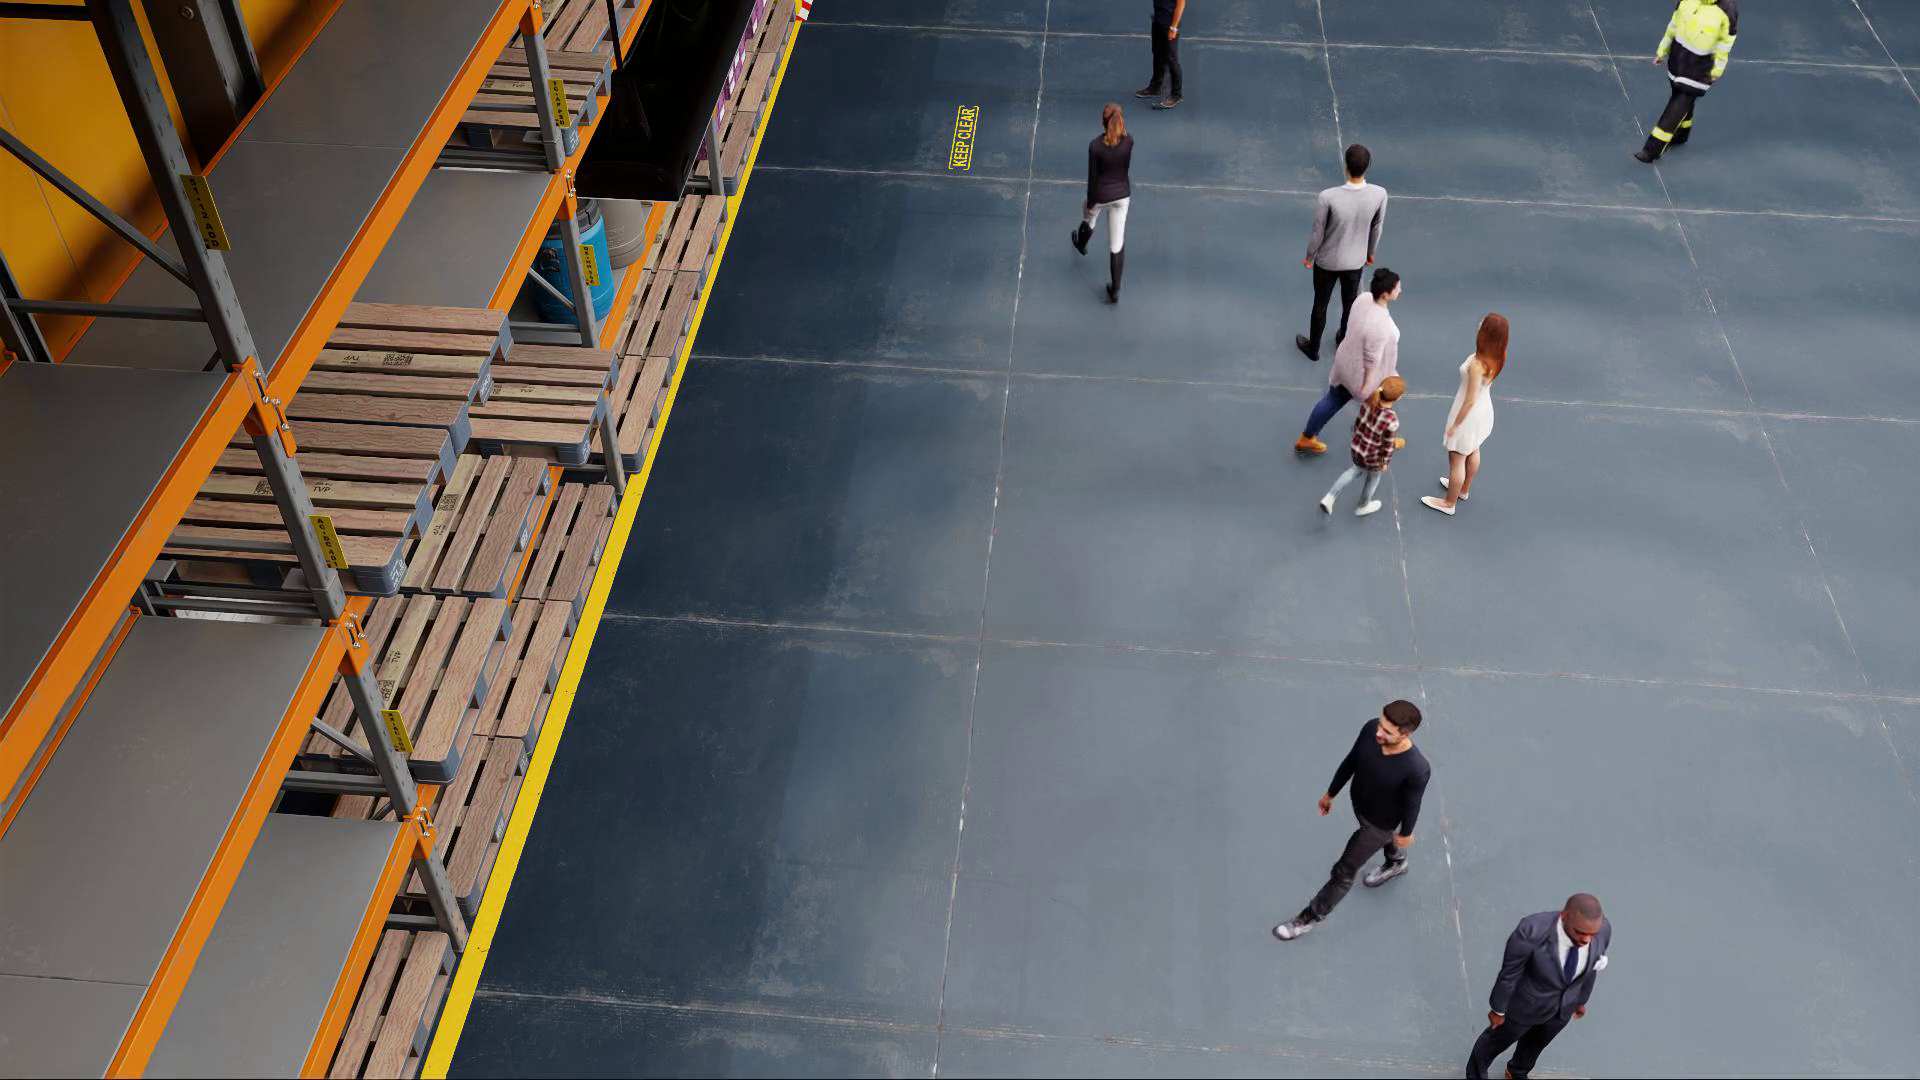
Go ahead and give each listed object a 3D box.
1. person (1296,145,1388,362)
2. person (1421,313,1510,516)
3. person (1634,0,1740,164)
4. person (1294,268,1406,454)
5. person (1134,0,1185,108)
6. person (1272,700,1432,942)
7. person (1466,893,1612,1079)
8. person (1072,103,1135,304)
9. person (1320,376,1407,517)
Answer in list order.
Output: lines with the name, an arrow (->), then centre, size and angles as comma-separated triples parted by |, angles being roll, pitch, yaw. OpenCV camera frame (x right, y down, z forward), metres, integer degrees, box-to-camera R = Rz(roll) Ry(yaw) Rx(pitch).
person -> 3.037, -2.264, 13.229 | 0.790, 1.921, 0.707 | -5, 44, -5
person -> 3.683, -0.912, 11.962 | 0.711, 1.712, 0.630 | 32, 52, 29
person -> 6.933, -4.507, 15.568 | 1.220, 1.943, 1.234 | -21, 48, -21
person -> 2.903, -1.282, 12.356 | 0.934, 1.704, 1.113 | -7, 44, -8
person -> 2.060, -5.124, 16.327 | 0.849, 1.790, 0.740 | -10, 45, -11
person -> 2.400, 1.496, 9.360 | 1.115, 1.815, 1.273 | -18, 46, -18
person -> 2.936, 2.339, 8.467 | 0.743, 1.825, 0.683 | -5, 44, -6
person -> 1.269, -2.789, 13.962 | 0.853, 1.671, 1.244 | -12, 45, -12
person -> 2.910, -0.638, 11.978 | 0.829, 1.294, 0.799 | -26, 50, -25
